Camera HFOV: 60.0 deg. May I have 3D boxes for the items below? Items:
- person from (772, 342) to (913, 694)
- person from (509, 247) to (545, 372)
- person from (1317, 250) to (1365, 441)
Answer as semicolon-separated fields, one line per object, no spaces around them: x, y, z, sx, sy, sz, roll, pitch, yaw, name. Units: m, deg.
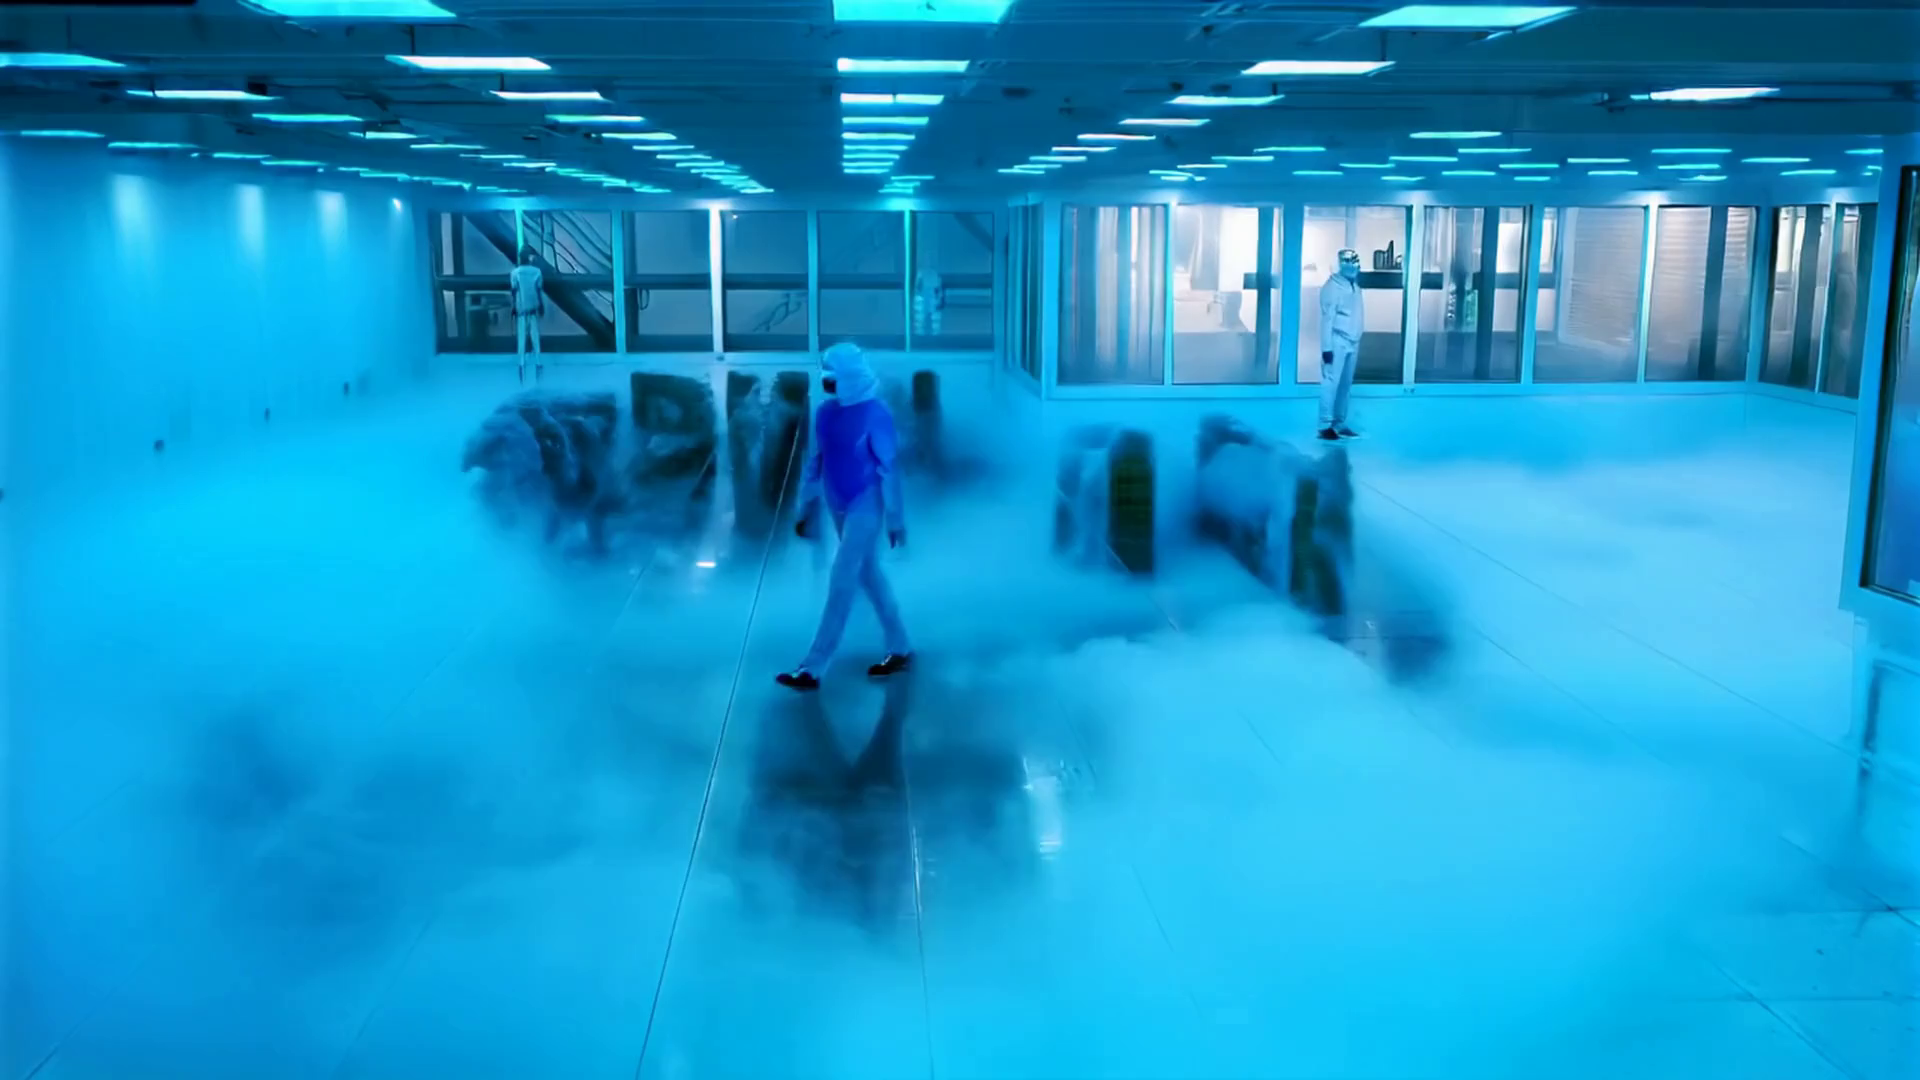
-0.540;-0.106;7.611;0.868;1.579;0.518;-9;14;-40;person
-6.447;-3.421;24.787;0.502;1.861;0.328;-2;11;-10;person
3.856;-1.953;16.719;0.401;1.906;0.650;9;14;42;person
